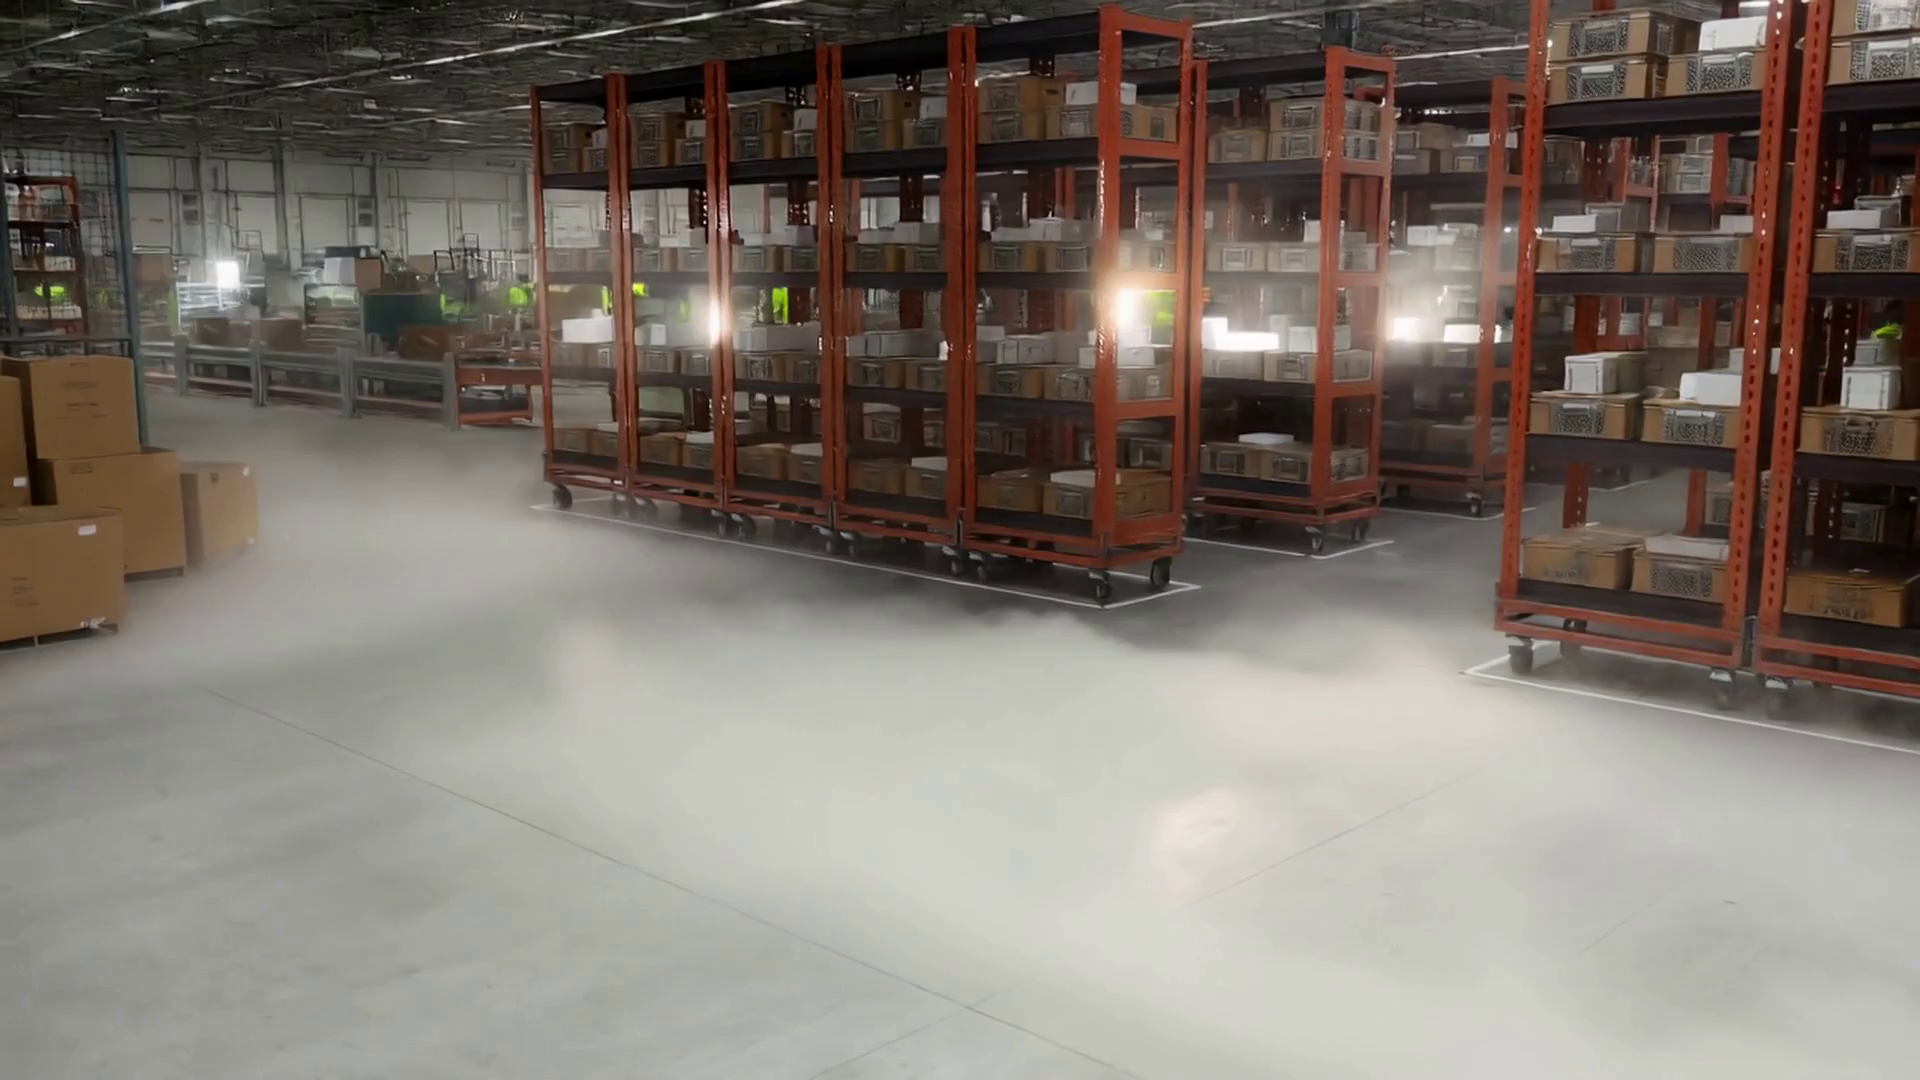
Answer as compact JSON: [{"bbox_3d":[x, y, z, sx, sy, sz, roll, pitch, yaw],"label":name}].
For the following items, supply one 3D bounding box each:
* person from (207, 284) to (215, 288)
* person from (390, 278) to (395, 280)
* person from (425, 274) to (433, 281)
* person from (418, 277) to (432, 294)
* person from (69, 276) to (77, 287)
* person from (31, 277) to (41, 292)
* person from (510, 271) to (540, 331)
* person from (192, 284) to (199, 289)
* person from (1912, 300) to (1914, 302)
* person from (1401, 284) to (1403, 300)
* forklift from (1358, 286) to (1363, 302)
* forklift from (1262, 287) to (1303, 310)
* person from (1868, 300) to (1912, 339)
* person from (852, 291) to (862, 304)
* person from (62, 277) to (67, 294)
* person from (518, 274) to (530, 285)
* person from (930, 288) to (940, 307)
[{"bbox_3d":[-40.414,-13.529,89.800,0.587,1.930,0.357,5,10,28],"label":"person"},{"bbox_3d":[-20.413,-8.596,60.138,0.840,1.726,0.557,-7,12,-38],"label":"person"},{"bbox_3d":[-18.778,-8.408,58.496,0.875,1.908,0.548,-6,11,-31],"label":"person"},{"bbox_3d":[-12.783,-5.415,40.222,0.931,1.864,0.668,-4,10,-21],"label":"person"},{"bbox_3d":[-44.255,-12.350,82.996,0.644,1.814,0.612,4,10,24],"label":"person"},{"bbox_3d":[-30.436,-7.847,55.019,0.957,1.906,0.611,-3,10,-18],"label":"person"},{"bbox_3d":[-10.378,-5.405,39.735,0.644,2.012,0.446,-7,12,-38],"label":"person"},{"bbox_3d":[-35.504,-11.444,77.267,0.448,1.855,0.511,0,9,-2],"label":"person"},{"bbox_3d":[14.920,-3.096,25.666,0.610,1.985,0.393,4,10,23],"label":"person"},{"bbox_3d":[11.266,-5.712,42.500,0.801,1.719,0.531,-8,12,-41],"label":"person"},{"bbox_3d":[11.100,-7.017,46.970,1.873,2.768,1.129,9,13,43],"label":"forklift"},{"bbox_3d":[10.769,-8.203,54.240,1.129,2.768,1.873,8,12,42],"label":"forklift"},{"bbox_3d":[8.295,-1.231,14.822,0.600,1.788,0.997,9,13,43],"label":"person"},{"bbox_3d":[-3.709,-8.621,59.763,0.890,1.911,0.549,9,13,44],"label":"person"},{"bbox_3d":[-29.372,-7.790,54.724,0.740,1.896,0.600,-7,11,-35],"label":"person"},{"bbox_3d":[-17.523,-9.783,67.009,0.513,1.875,0.328,-6,11,-33],"label":"person"},{"bbox_3d":[-0.832,-8.287,58.691,0.842,1.587,0.528,7,12,38],"label":"person"}]
